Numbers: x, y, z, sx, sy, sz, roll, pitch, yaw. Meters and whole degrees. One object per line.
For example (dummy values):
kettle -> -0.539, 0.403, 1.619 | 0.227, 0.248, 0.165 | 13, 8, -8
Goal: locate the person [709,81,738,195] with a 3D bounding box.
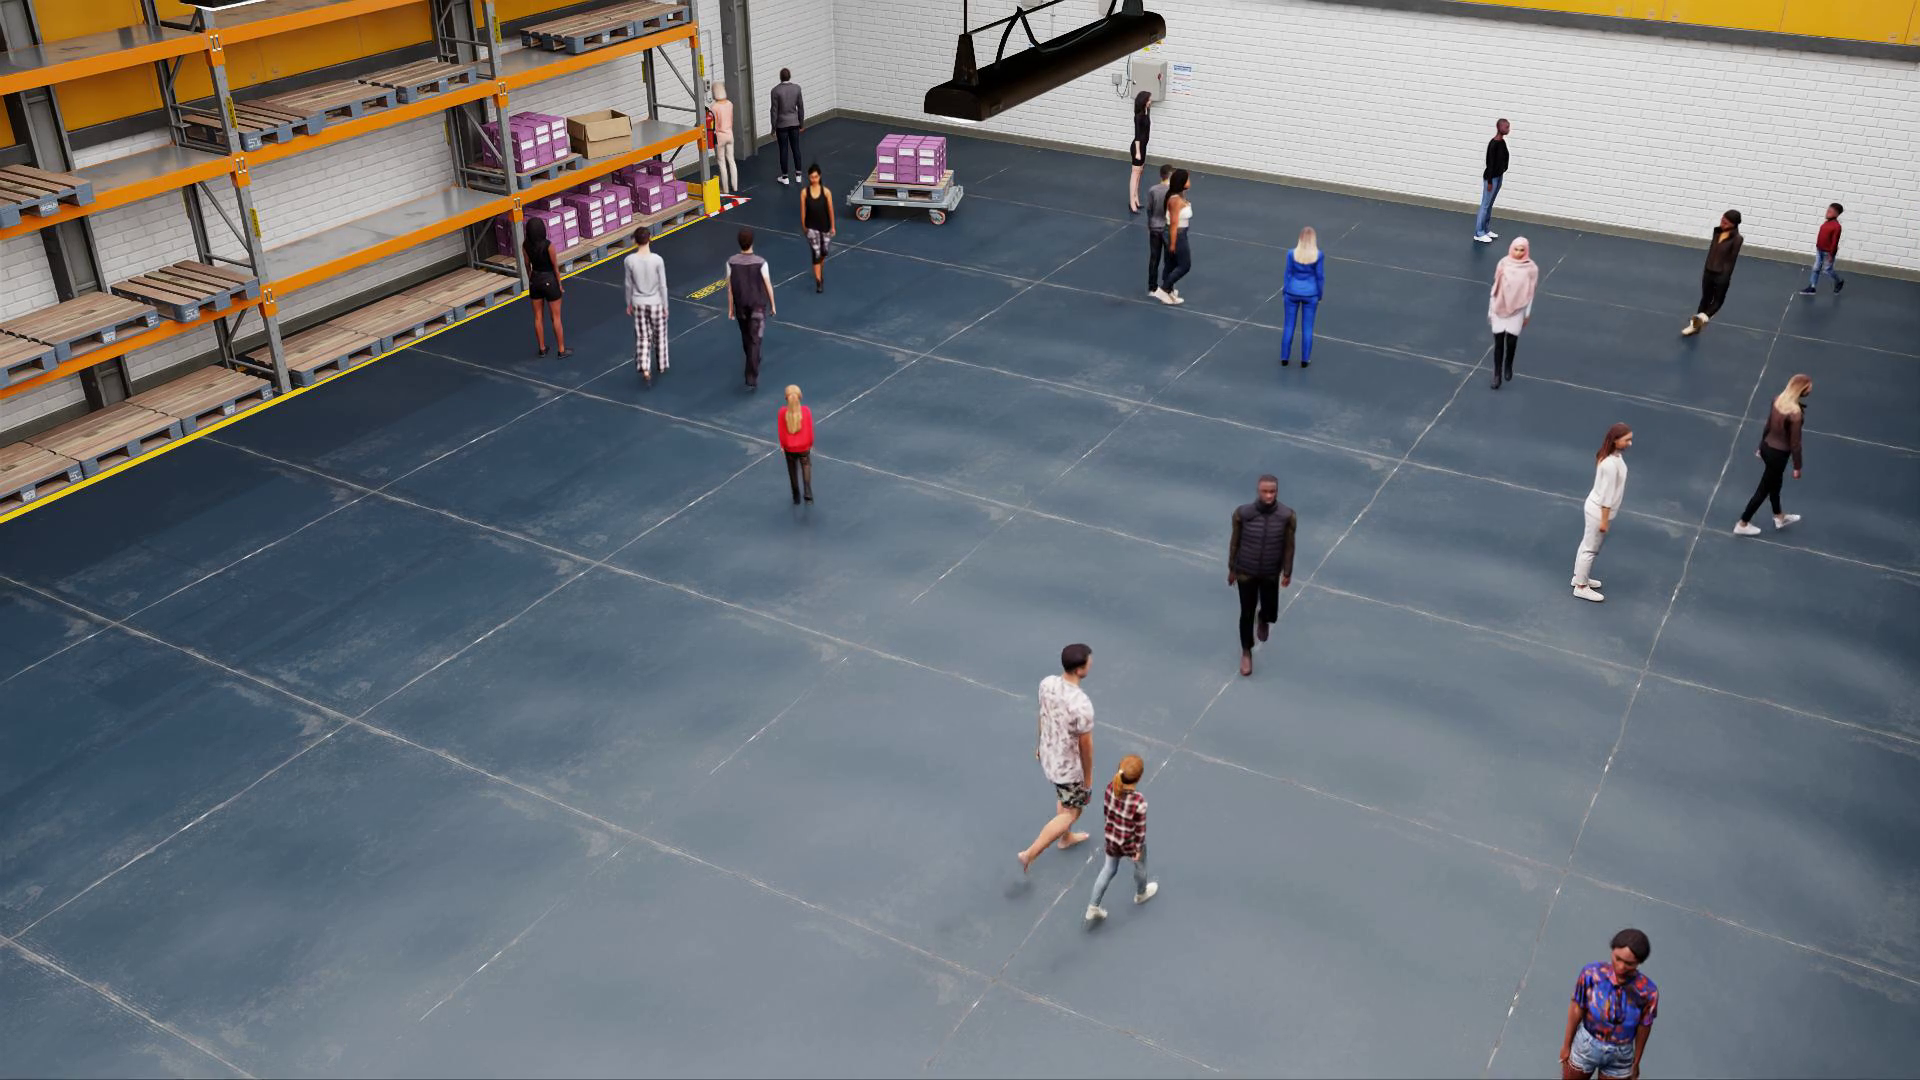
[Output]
person -> -3.689, -6.261, 25.866 | 0.697, 1.724, 0.511 | 22, 35, 34

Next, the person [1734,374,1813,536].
person -> 7.721, -0.790, 15.884 | 0.966, 1.678, 0.976 | -1, 29, -2

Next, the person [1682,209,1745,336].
person -> 9.189, -3.238, 20.395 | 0.940, 1.654, 0.836 | 18, 33, 29

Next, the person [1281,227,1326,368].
person -> 4.044, -2.879, 19.690 | 0.680, 1.700, 0.633 | 7, 29, 13

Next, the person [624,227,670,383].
person -> -3.619, -2.691, 19.211 | 0.927, 1.829, 1.073 | 0, 29, -1

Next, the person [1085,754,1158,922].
person -> 1.056, 2.011, 11.152 | 0.632, 1.291, 0.917 | 23, 36, 35

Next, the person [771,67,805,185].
person -> -2.721, -6.555, 26.306 | 0.764, 1.818, 0.865 | -12, 31, -21

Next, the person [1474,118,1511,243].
person -> 7.635, -5.178, 23.853 | 0.669, 1.750, 0.493 | 19, 34, 31

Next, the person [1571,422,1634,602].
person -> 5.757, -0.276, 14.930 | 0.699, 1.688, 0.540 | 9, 30, 16

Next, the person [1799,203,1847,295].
person -> 11.465, -3.813, 21.879 | 0.809, 1.245, 0.781 | -5, 29, -9

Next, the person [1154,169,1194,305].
person -> 2.674, -3.881, 21.426 | 0.842, 1.797, 0.769 | 1, 29, 2

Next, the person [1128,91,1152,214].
person -> 2.695, -5.855, 25.038 | 0.688, 1.804, 0.491 | 9, 30, 16

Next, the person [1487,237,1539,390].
person -> 6.319, -2.635, 19.144 | 0.621, 1.794, 0.676 | 14, 32, 24

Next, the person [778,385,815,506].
person -> -1.621, -0.920, 16.542 | 0.644, 1.276, 0.709 | -5, 29, -8

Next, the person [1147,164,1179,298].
person -> 2.661, -4.041, 21.758 | 0.625, 1.760, 0.554 | 13, 31, 22

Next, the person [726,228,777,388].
person -> -2.425, -2.631, 19.123 | 0.994, 1.808, 1.290 | 4, 29, 7

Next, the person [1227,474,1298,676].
person -> 2.487, 0.231, 13.863 | 0.876, 1.820, 0.990 | 3, 29, 6

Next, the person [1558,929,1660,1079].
person -> 3.542, 2.830, 9.179 | 0.621, 1.744, 0.559 | 11, 30, 19

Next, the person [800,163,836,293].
person -> -1.889, -4.193, 22.162 | 1.006, 1.639, 1.099 | -6, 29, -11

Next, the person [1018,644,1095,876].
person -> 0.666, 1.543, 11.493 | 1.110, 1.787, 0.937 | -19, 34, -31

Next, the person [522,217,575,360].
person -> -4.976, -3.026, 19.919 | 0.651, 1.740, 0.606 | 7, 29, 13
